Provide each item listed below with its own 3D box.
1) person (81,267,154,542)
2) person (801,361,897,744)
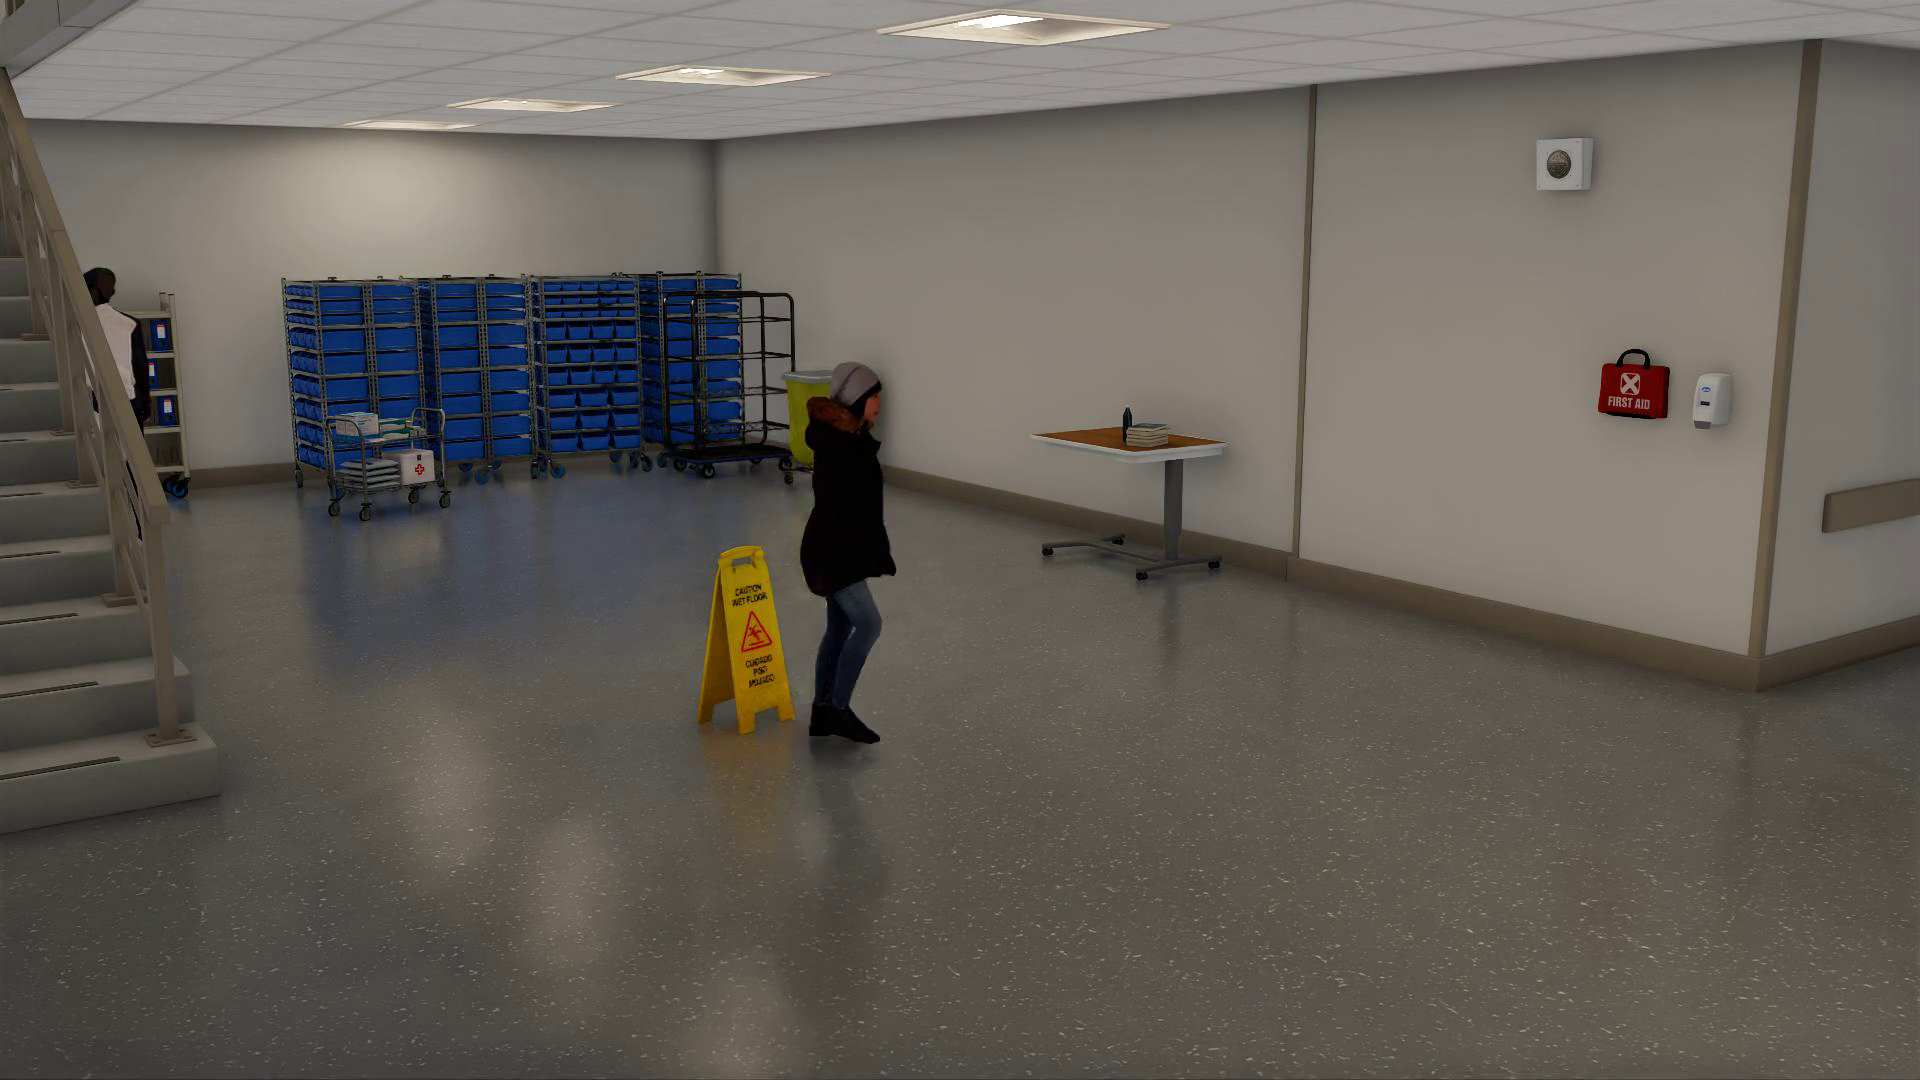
[{"bbox_3d":[-5.858,-0.925,11.472,0.663,1.893,0.559,-7,13,-34],"label":"person"},{"bbox_3d":[-0.578,0.063,7.002,0.798,1.618,0.727,1,11,4],"label":"person"}]
